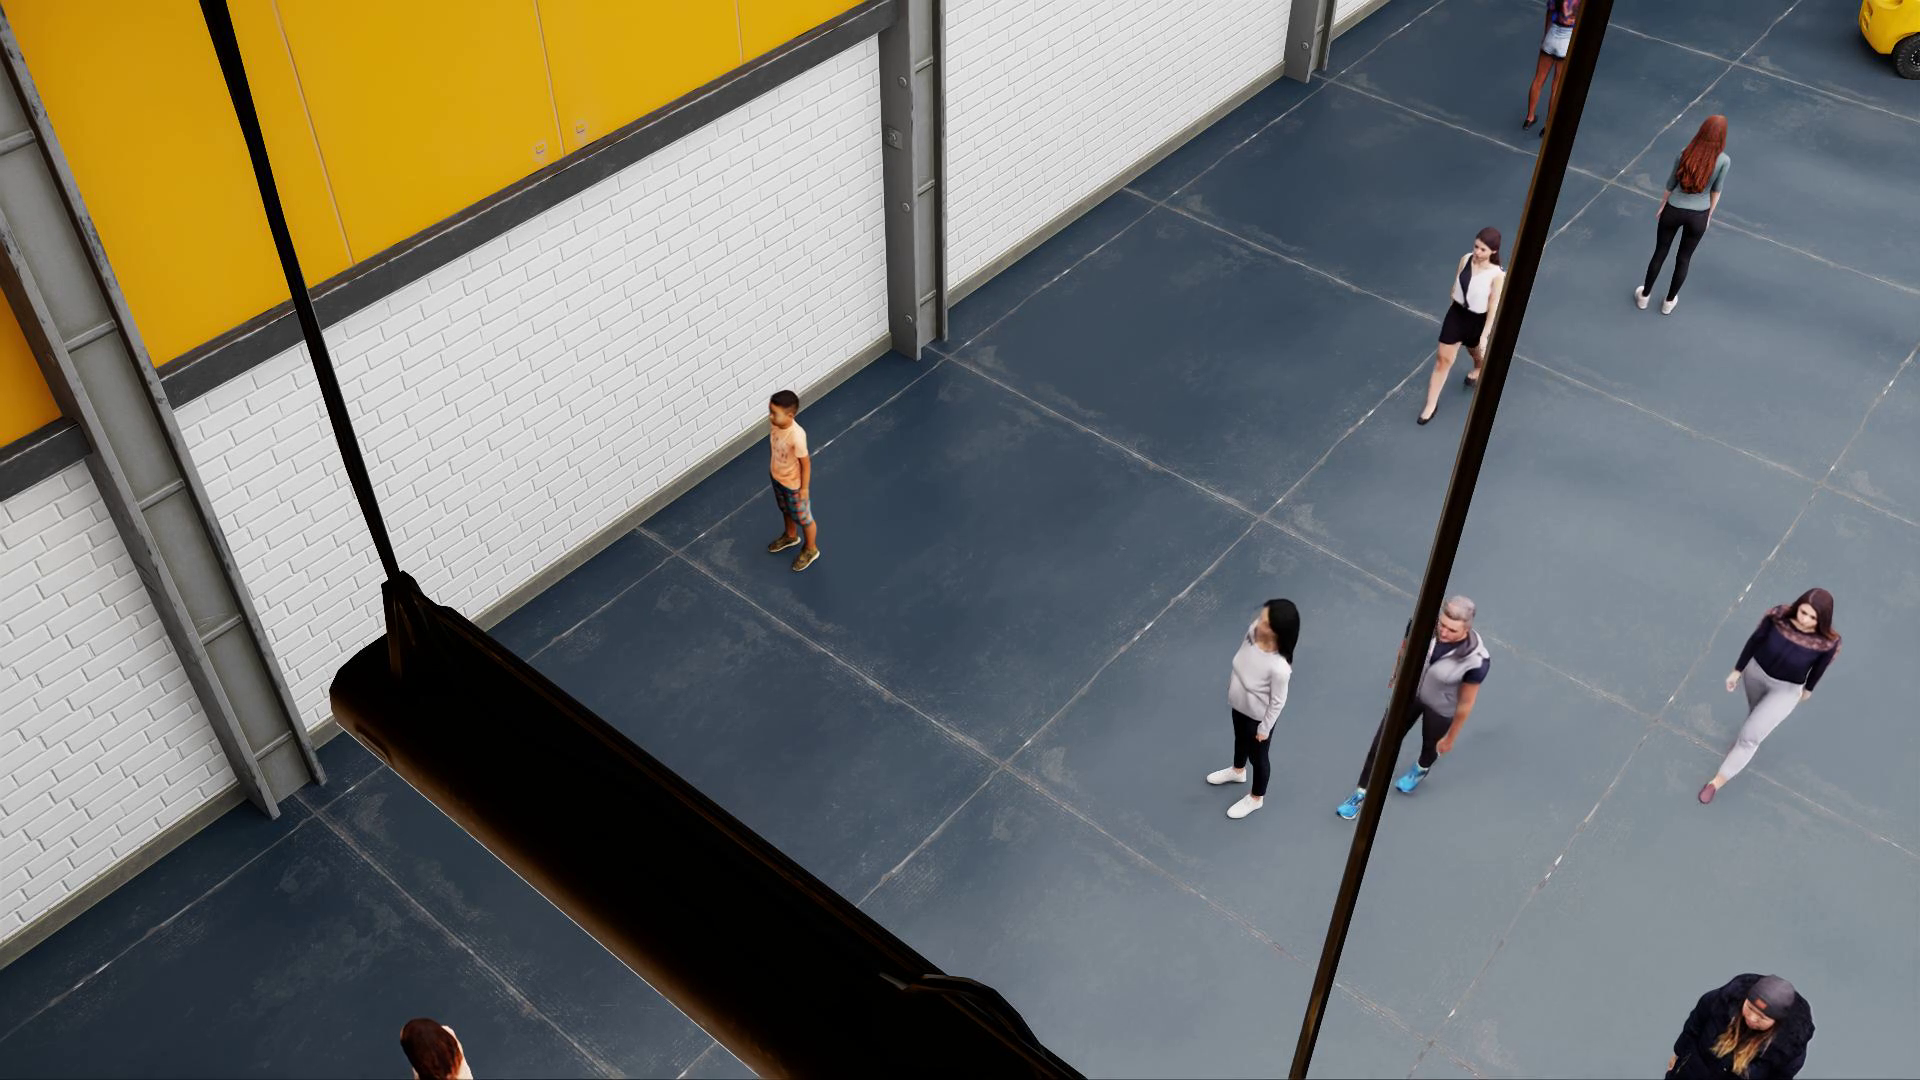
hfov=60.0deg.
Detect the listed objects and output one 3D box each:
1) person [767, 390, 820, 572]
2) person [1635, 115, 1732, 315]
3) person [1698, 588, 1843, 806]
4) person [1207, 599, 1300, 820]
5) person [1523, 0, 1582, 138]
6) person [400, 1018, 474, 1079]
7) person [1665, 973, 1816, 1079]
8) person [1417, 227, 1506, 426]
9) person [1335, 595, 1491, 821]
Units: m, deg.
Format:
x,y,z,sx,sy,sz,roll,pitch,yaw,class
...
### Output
x,y,z,sx,sy,sz,roll,pitch,yaw,class
-1.155,-0.435,11.373,0.524,1.461,0.553,-31,52,-28,person
5.872,-2.626,13.471,0.615,1.740,0.602,18,47,18,person
4.892,0.837,9.976,1.134,1.547,0.723,-31,52,-28,person
1.742,0.964,9.732,0.722,1.698,0.708,-14,45,-14,person
5.613,-4.631,15.575,0.574,1.741,0.624,-29,51,-27,person
-2.466,2.736,8.027,0.707,1.484,0.630,1,44,1,person
3.684,2.595,8.038,0.682,1.675,0.661,35,53,31,person
3.895,-1.654,12.547,0.590,1.607,1.064,32,52,29,person
2.807,0.895,9.738,0.993,1.790,0.745,-34,53,-30,person
